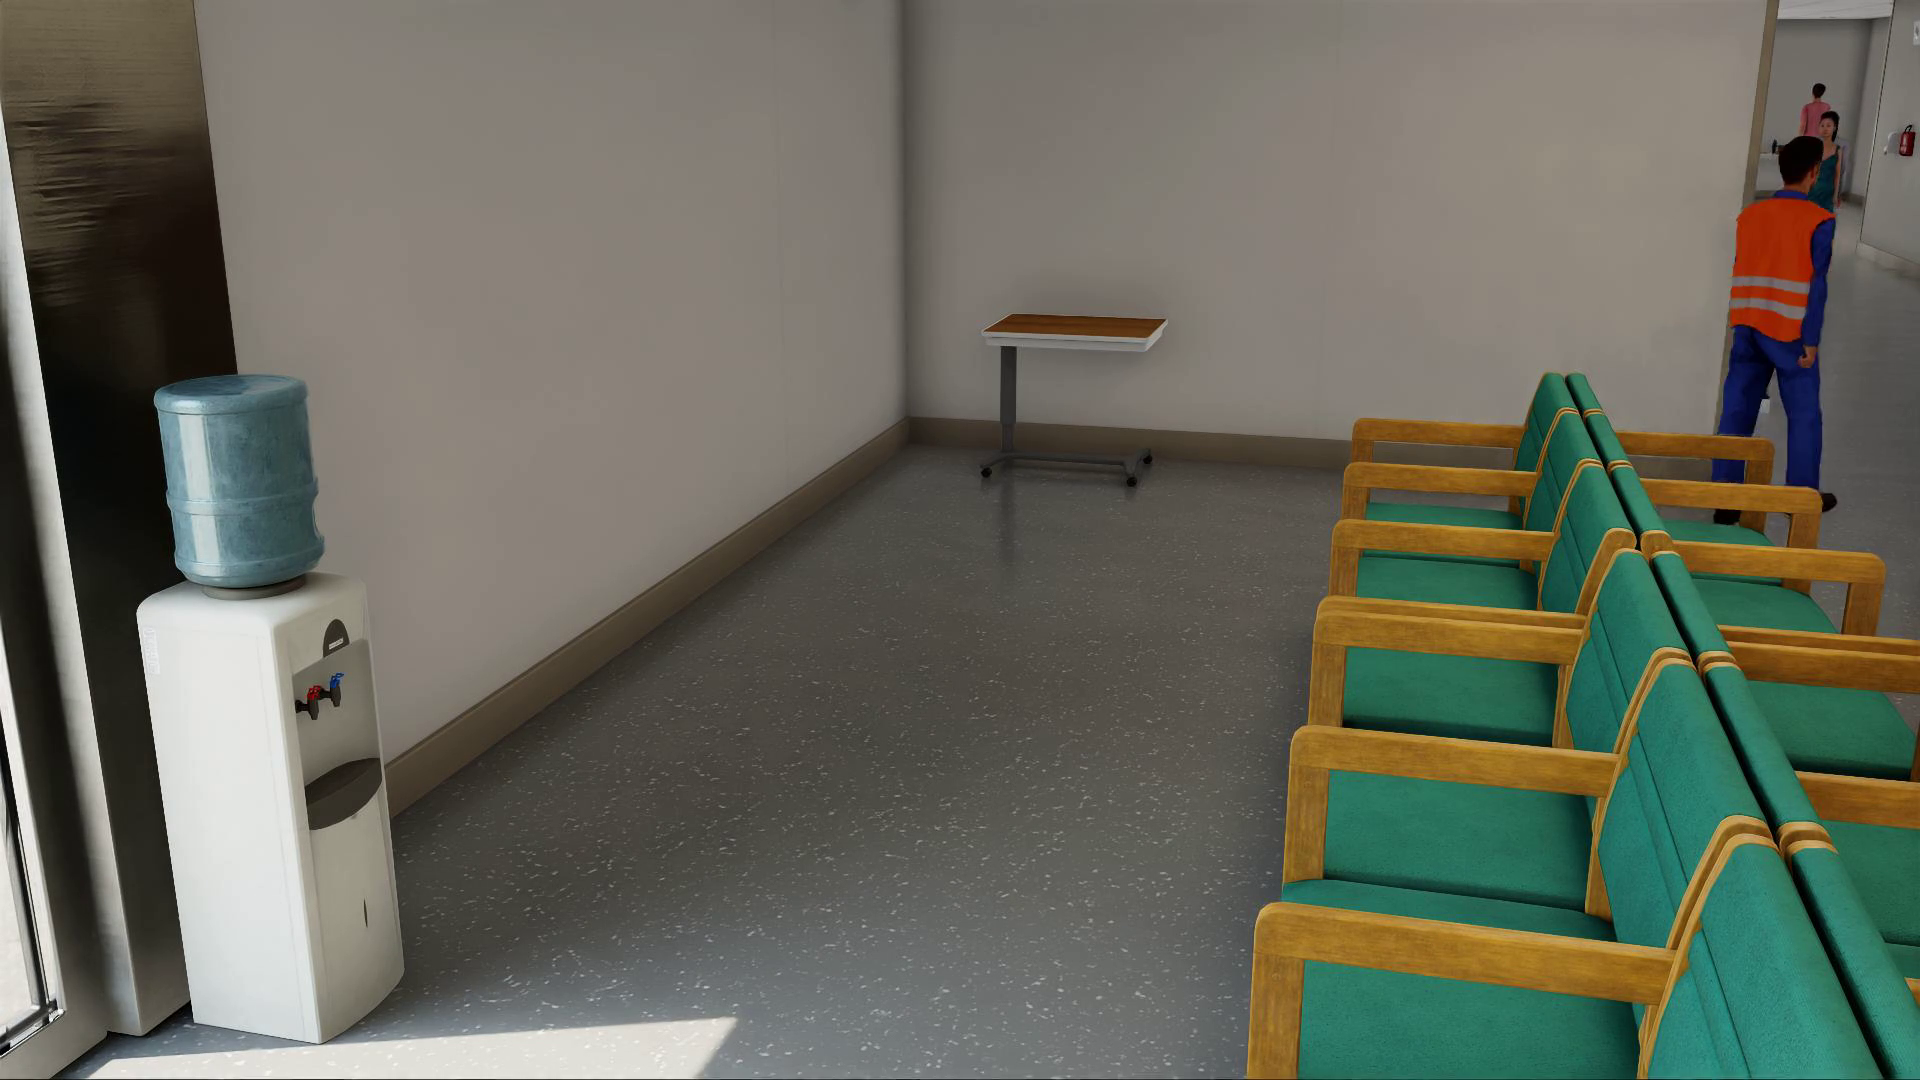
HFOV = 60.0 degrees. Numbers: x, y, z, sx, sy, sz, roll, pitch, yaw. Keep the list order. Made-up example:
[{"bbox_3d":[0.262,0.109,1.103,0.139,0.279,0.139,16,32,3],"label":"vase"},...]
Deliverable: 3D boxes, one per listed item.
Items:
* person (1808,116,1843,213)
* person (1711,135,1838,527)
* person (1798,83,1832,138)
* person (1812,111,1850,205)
[{"bbox_3d":[9.132,-3.645,17.711,0.479,1.687,0.653,7,17,24],"label":"person"},{"bbox_3d":[3.764,-0.935,7.826,1.101,1.835,1.054,-10,19,-33],"label":"person"},{"bbox_3d":[13.933,-6.461,27.195,0.601,1.959,0.756,-1,16,-4],"label":"person"},{"bbox_3d":[9.440,-3.818,18.274,0.811,1.713,0.789,6,17,21],"label":"person"}]
